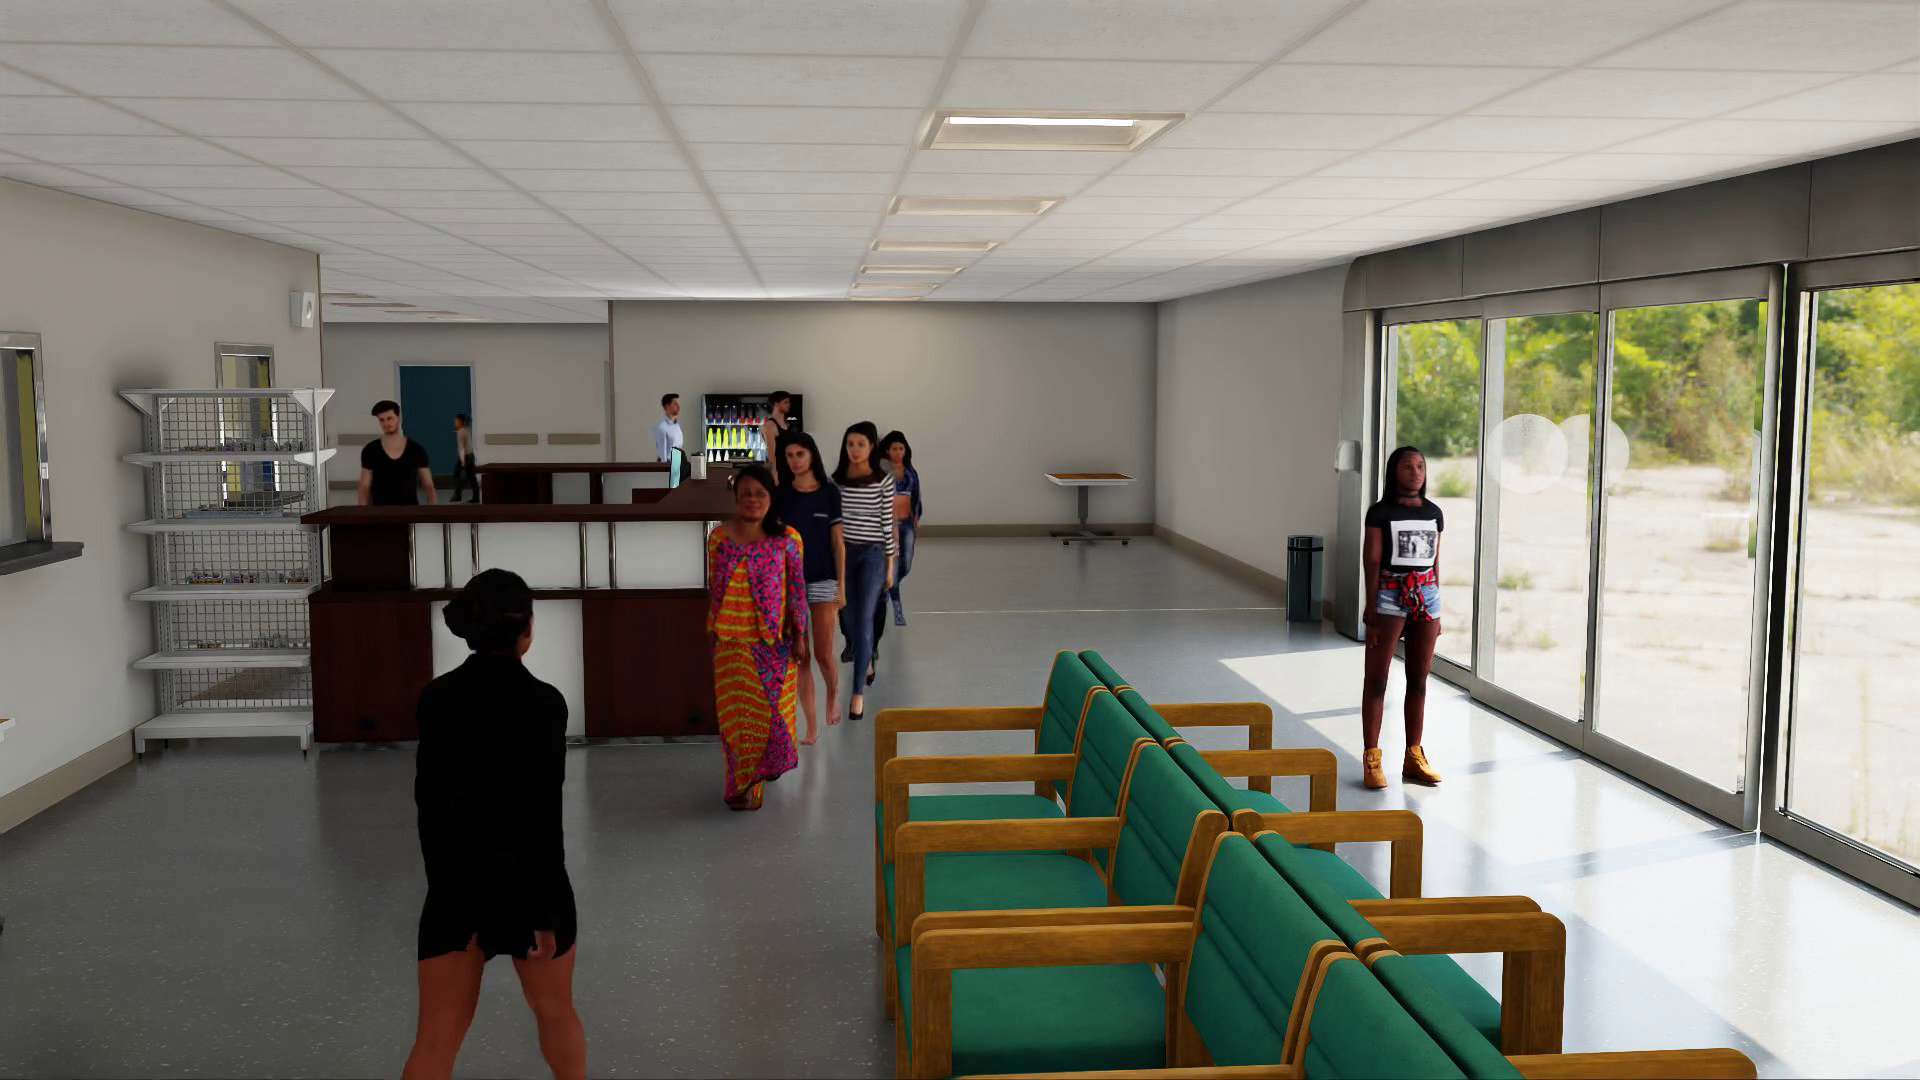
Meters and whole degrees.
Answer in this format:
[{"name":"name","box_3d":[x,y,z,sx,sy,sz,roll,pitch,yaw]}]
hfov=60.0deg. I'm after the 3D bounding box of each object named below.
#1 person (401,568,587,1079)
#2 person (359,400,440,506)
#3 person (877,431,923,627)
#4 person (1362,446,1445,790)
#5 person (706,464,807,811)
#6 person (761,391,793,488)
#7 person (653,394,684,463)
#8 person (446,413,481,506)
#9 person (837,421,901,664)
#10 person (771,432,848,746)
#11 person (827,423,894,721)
[{"name":"person","box_3d":[-1.120,0.921,3.878,1.087,1.573,0.847,1,6,12]},{"name":"person","box_3d":[-4.394,-0.141,12.930,0.718,1.874,0.939,-3,6,-25]},{"name":"person","box_3d":[-0.551,-0.095,13.831,0.926,1.603,0.831,-2,6,-20]},{"name":"person","box_3d":[2.250,0.381,8.474,0.596,1.729,0.714,-2,6,-17]},{"name":"person","box_3d":[-0.984,0.444,8.139,1.128,1.671,0.769,0,6,0]},{"name":"person","box_3d":[-2.156,-0.772,19.156,0.862,1.884,0.837,2,6,16]},{"name":"person","box_3d":[-3.539,-0.805,19.834,1.301,1.815,1.071,3,6,26]},{"name":"person","box_3d":[-7.729,-1.260,26.211,0.764,1.443,0.637,0,6,4]},{"name":"person","box_3d":[-0.687,0.003,12.141,0.643,1.746,0.725,0,6,0]},{"name":"person","box_3d":[-0.862,0.272,9.445,0.659,1.751,0.690,0,6,1]},{"name":"person","box_3d":[-0.608,0.196,10.189,1.129,1.753,0.800,1,6,6]}]
